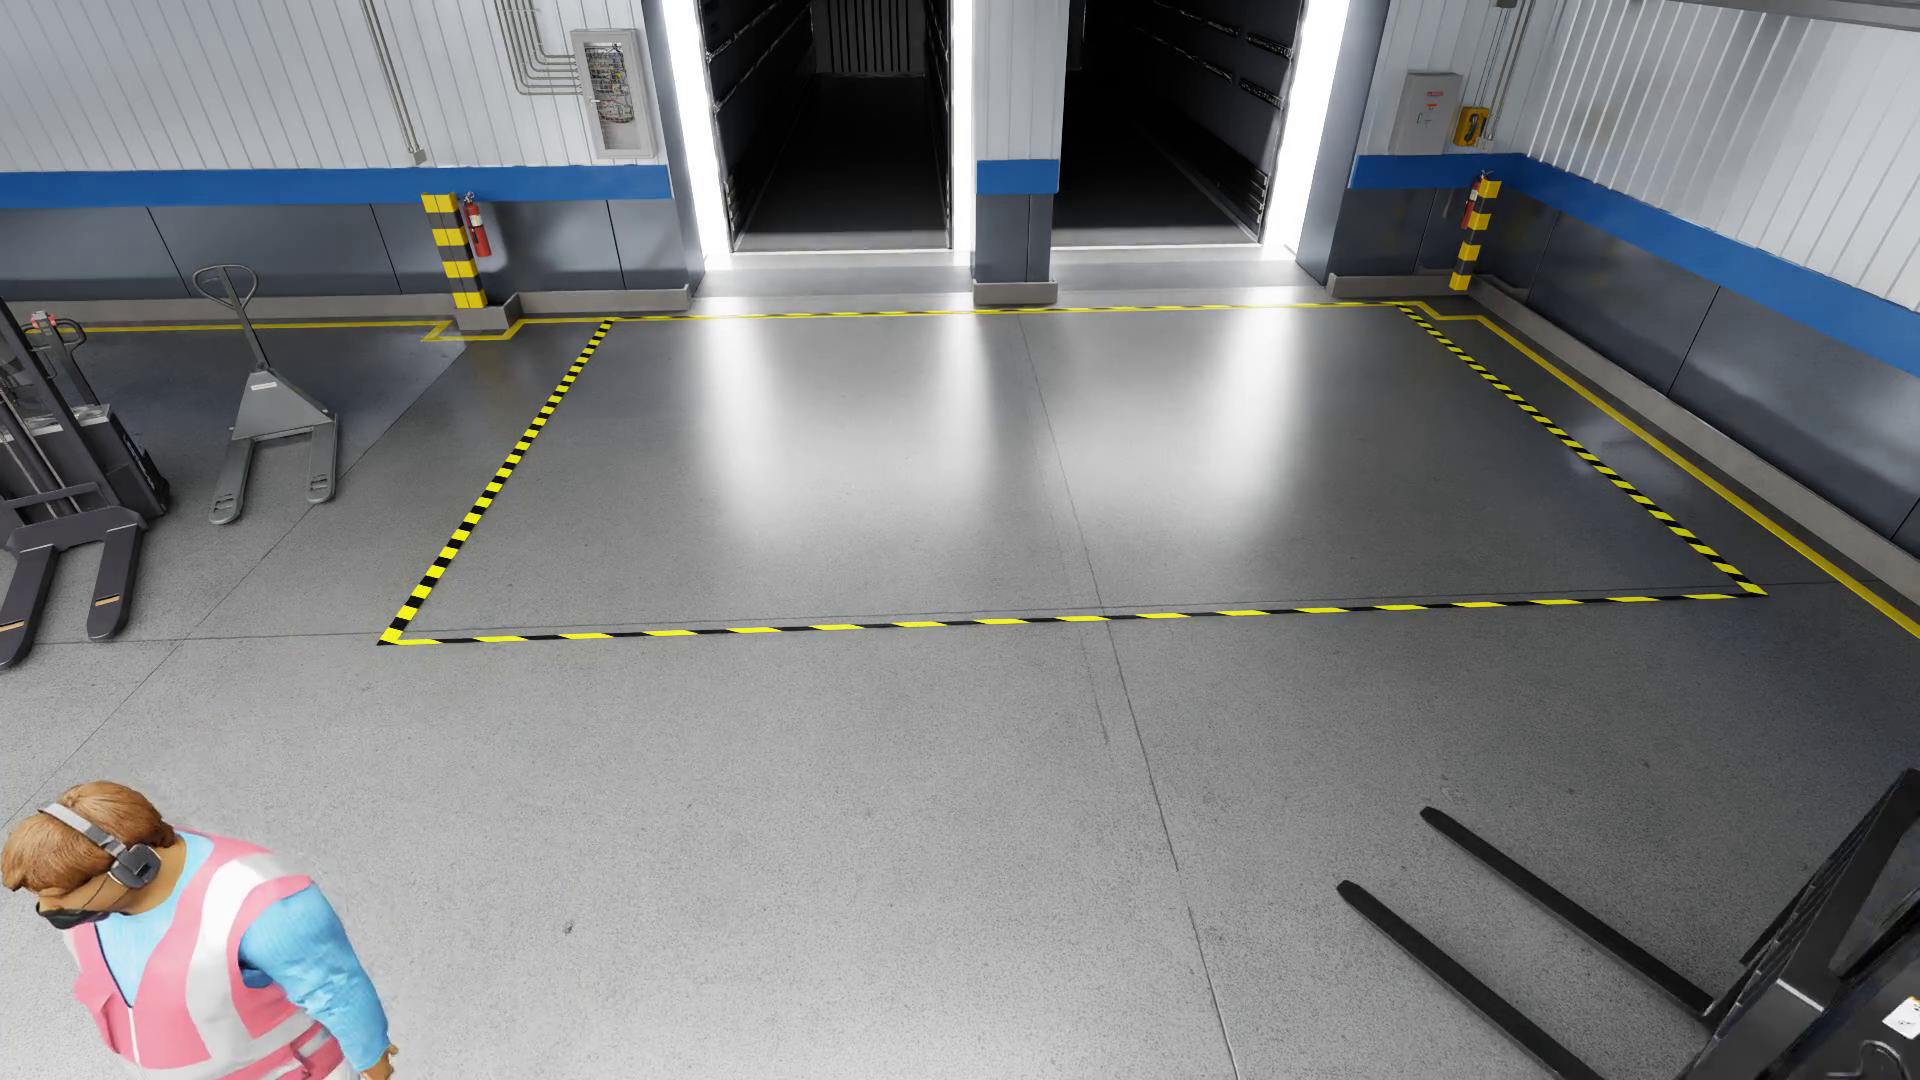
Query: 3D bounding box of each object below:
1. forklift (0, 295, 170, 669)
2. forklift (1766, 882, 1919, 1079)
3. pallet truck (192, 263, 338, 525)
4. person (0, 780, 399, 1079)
[{"bbox_3d":[-5.212,-0.618,4.878,0.823,1.965,1.885,-20,39,-26],"label":"forklift"},{"bbox_3d":[3.148,1.485,1.546,1.157,2.036,2.680,-23,41,-30],"label":"forklift"},{"bbox_3d":[-4.778,-1.027,6.128,0.680,1.201,1.601,-17,38,-23],"label":"pallet truck"},{"bbox_3d":[-1.753,1.260,2.325,0.635,1.832,0.429,9,36,13],"label":"person"}]
